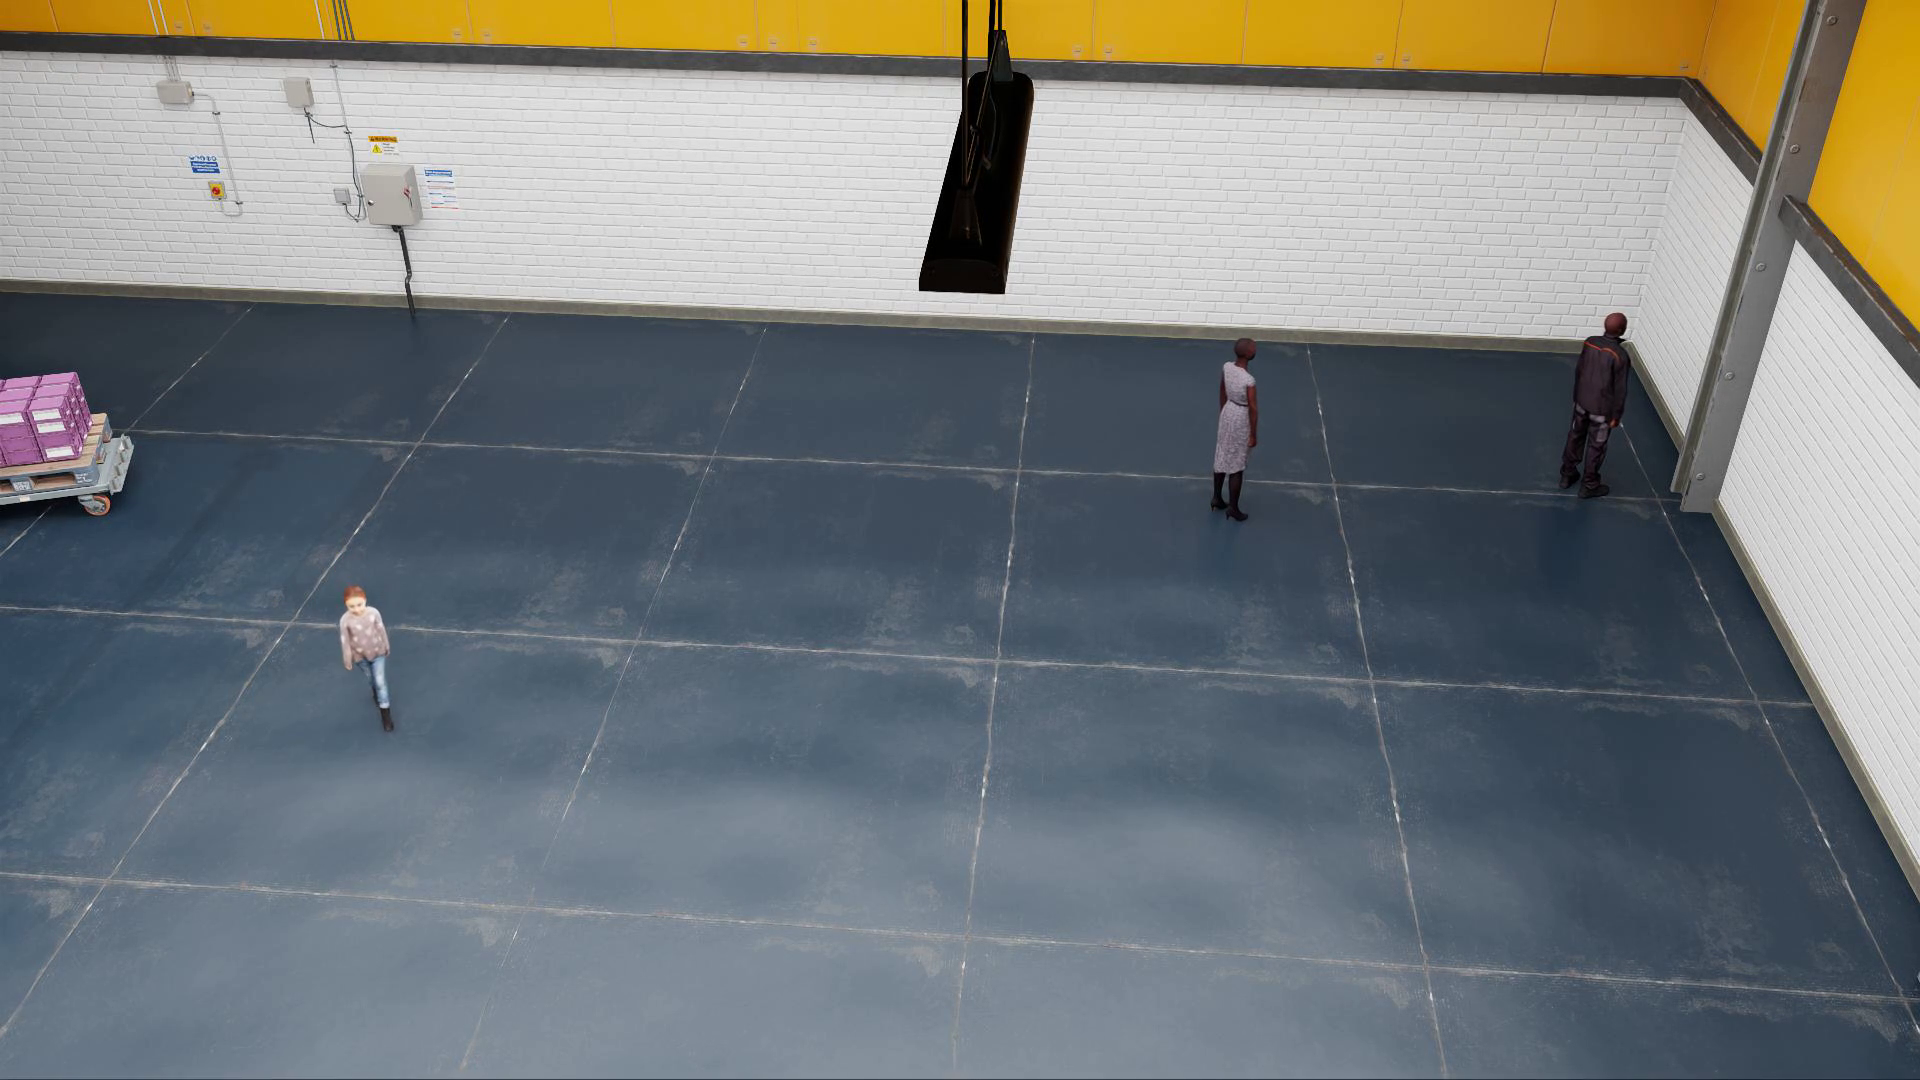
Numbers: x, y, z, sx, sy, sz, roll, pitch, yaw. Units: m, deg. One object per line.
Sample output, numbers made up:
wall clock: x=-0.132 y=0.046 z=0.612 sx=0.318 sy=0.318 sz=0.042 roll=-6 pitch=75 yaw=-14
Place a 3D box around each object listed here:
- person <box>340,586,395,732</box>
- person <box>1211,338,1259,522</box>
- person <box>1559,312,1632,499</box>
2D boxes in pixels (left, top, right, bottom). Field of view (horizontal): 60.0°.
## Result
person: x=-4.535 y=0.827 z=12.712 sx=0.693 sy=1.168 sz=0.889 roll=-11 pitch=35 yaw=-16
person: x=2.464 y=-0.993 z=14.891 sx=0.756 sy=1.788 sz=0.661 roll=-18 pitch=38 yaw=-25
person: x=5.832 y=-1.257 z=15.253 sx=0.848 sy=1.826 sz=0.749 roll=-18 pitch=38 yaw=-25
